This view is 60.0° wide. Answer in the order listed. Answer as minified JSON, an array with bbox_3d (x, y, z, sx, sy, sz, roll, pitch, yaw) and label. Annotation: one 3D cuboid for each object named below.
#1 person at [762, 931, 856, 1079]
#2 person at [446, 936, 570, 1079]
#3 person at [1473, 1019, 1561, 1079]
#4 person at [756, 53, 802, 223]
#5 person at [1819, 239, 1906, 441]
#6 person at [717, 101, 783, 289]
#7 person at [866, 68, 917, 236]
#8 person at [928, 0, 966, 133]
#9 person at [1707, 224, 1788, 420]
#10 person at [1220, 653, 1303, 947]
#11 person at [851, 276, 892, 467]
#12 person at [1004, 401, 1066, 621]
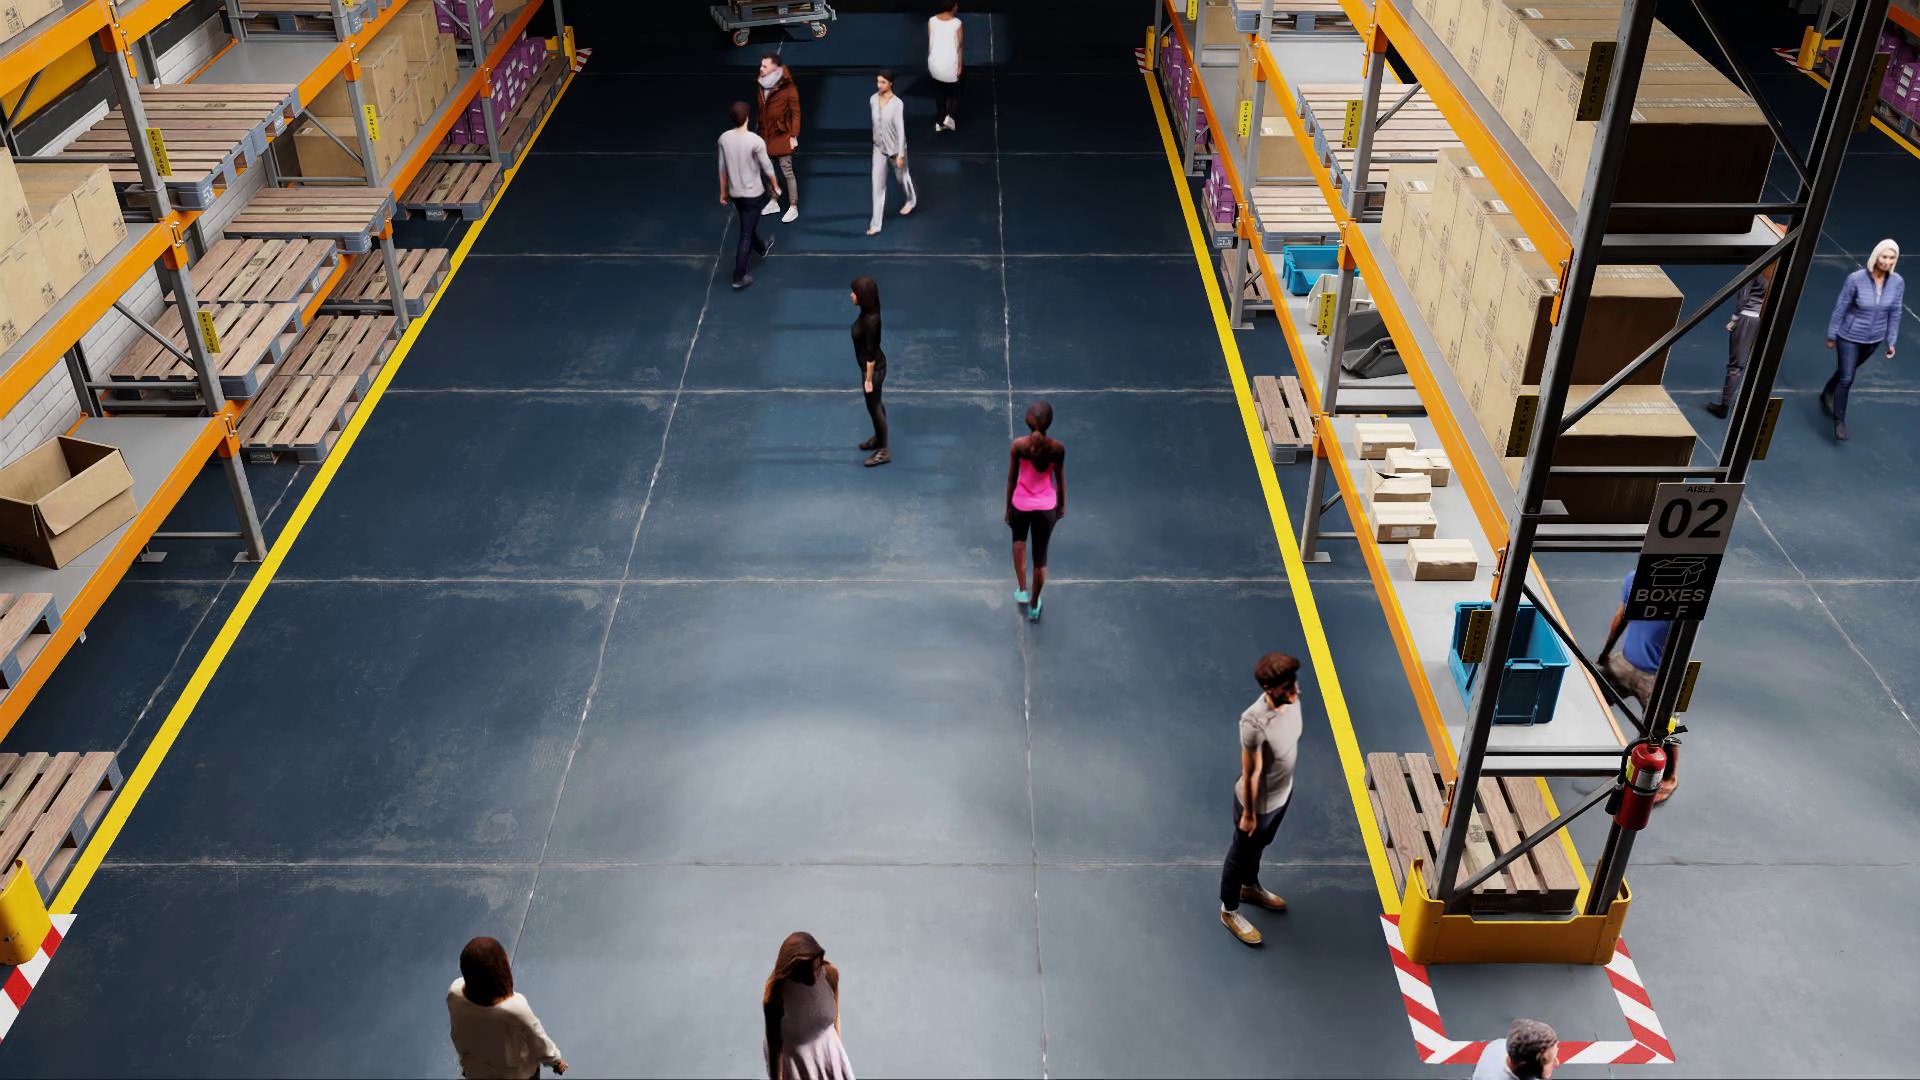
[{"bbox_3d":[-0.767,2.400,7.851,0.711,1.755,0.800,-14,36,-20],"label":"person"},{"bbox_3d":[-2.174,2.546,7.722,0.912,1.653,1.103,16,37,22],"label":"person"},{"bbox_3d":[2.262,2.726,7.306,0.834,1.814,0.717,9,35,13],"label":"person"},{"bbox_3d":[-1.969,-4.358,17.944,0.847,1.836,0.885,21,39,29],"label":"person"},{"bbox_3d":[7.644,-1.768,14.169,0.698,1.702,1.100,3,34,4],"label":"person"},{"bbox_3d":[-2.181,-3.390,16.526,1.039,1.793,1.286,17,37,23],"label":"person"},{"bbox_3d":[-0.697,-4.191,17.799,0.973,1.718,1.226,18,37,25],"label":"person"},{"bbox_3d":[-0.197,-5.770,20.212,0.802,1.677,0.843,17,37,24],"label":"person"},{"bbox_3d":[6.814,-1.868,14.247,0.585,1.781,0.503,-1,34,-2],"label":"person"},{"bbox_3d":[1.679,1.396,9.233,0.794,1.897,0.703,23,40,30],"label":"person"},{"bbox_3d":[-0.717,-1.411,13.690,0.643,1.637,0.476,-4,34,-6],"label":"person"},{"bbox_3d":[0.517,-0.168,11.755,0.595,1.710,0.615,3,34,4],"label":"person"}]
